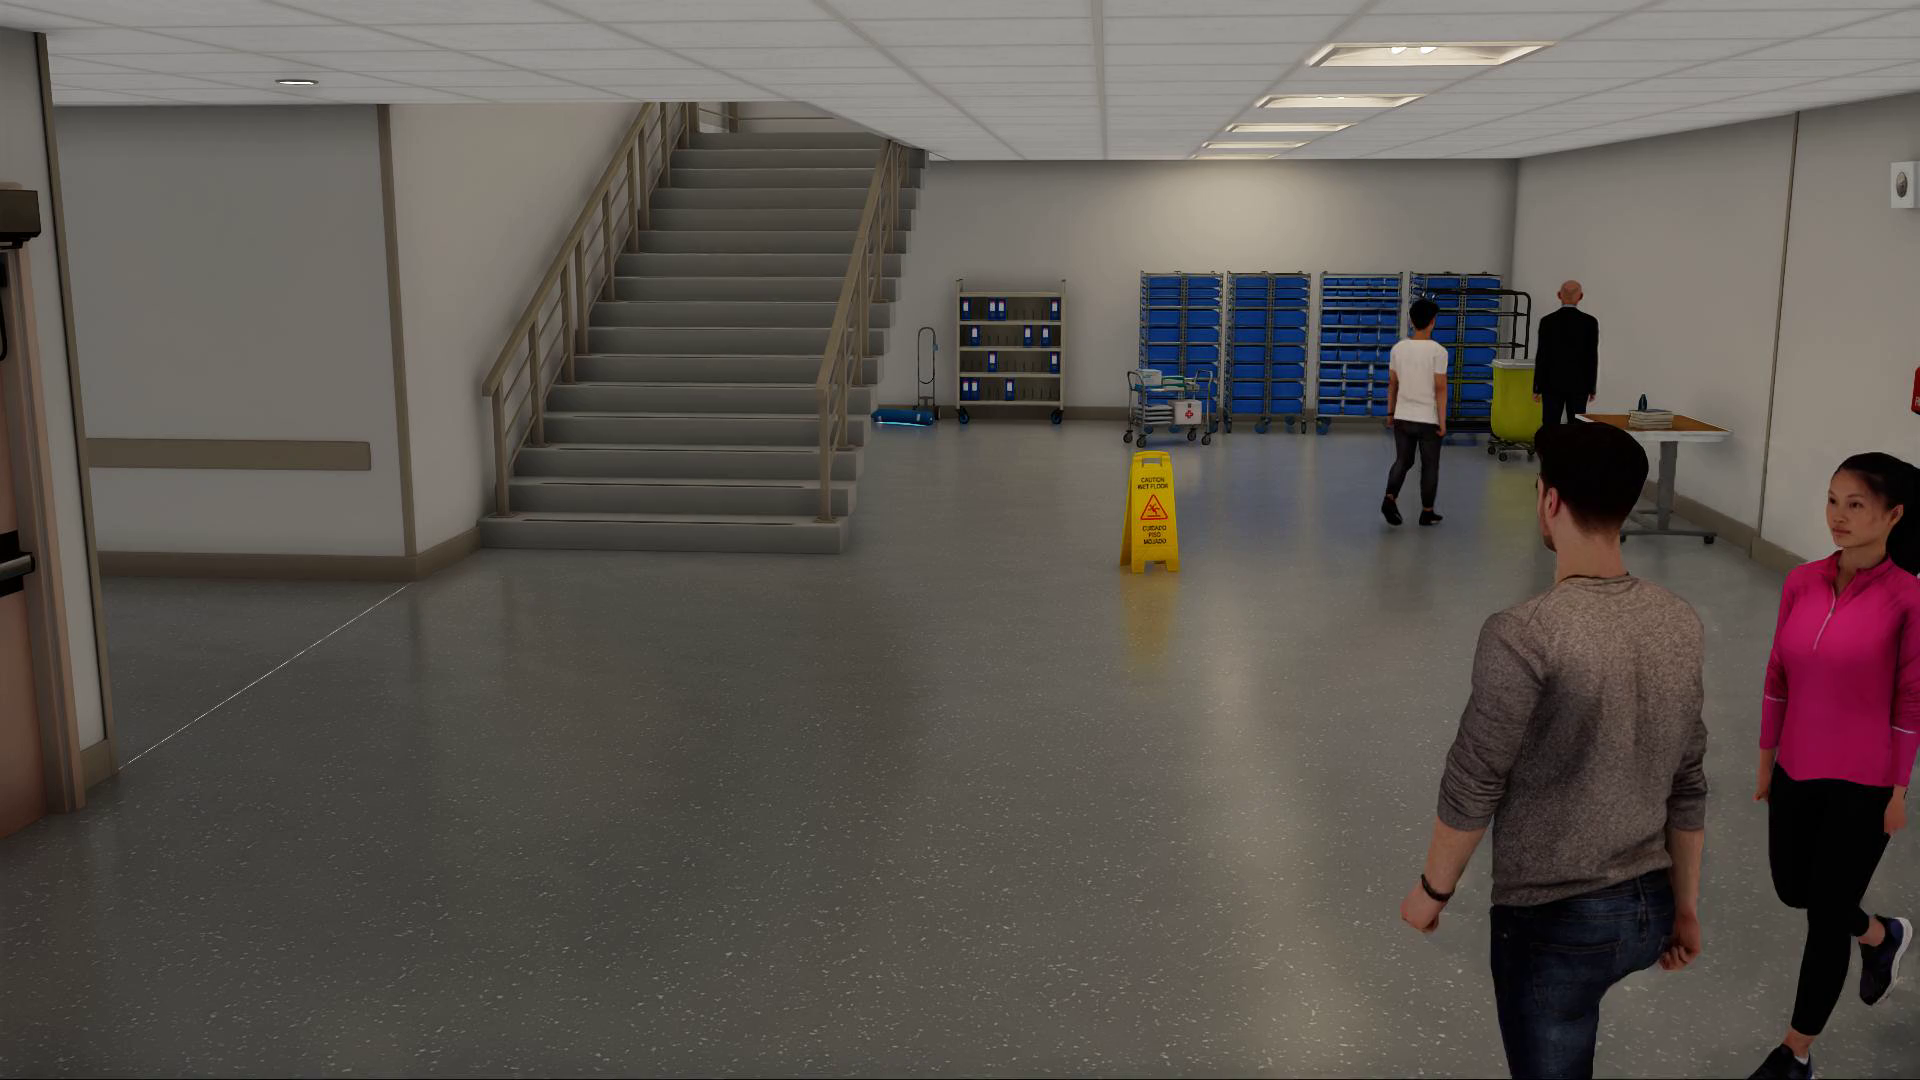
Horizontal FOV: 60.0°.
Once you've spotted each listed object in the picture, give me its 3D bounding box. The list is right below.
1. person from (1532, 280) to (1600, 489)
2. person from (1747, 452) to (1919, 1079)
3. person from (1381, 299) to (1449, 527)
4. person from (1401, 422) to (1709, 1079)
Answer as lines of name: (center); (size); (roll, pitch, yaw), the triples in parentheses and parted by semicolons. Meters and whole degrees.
person: (5.178, -1.318, 14.229); (0.711, 1.800, 0.640); (3, 11, 15)
person: (2.354, 0.616, 4.355); (0.985, 1.681, 1.011); (-6, 12, -28)
person: (3.392, -0.935, 12.458); (0.952, 1.706, 1.043); (10, 15, 43)
person: (1.230, 0.741, 3.144); (0.820, 1.886, 0.864); (-6, 12, -28)
